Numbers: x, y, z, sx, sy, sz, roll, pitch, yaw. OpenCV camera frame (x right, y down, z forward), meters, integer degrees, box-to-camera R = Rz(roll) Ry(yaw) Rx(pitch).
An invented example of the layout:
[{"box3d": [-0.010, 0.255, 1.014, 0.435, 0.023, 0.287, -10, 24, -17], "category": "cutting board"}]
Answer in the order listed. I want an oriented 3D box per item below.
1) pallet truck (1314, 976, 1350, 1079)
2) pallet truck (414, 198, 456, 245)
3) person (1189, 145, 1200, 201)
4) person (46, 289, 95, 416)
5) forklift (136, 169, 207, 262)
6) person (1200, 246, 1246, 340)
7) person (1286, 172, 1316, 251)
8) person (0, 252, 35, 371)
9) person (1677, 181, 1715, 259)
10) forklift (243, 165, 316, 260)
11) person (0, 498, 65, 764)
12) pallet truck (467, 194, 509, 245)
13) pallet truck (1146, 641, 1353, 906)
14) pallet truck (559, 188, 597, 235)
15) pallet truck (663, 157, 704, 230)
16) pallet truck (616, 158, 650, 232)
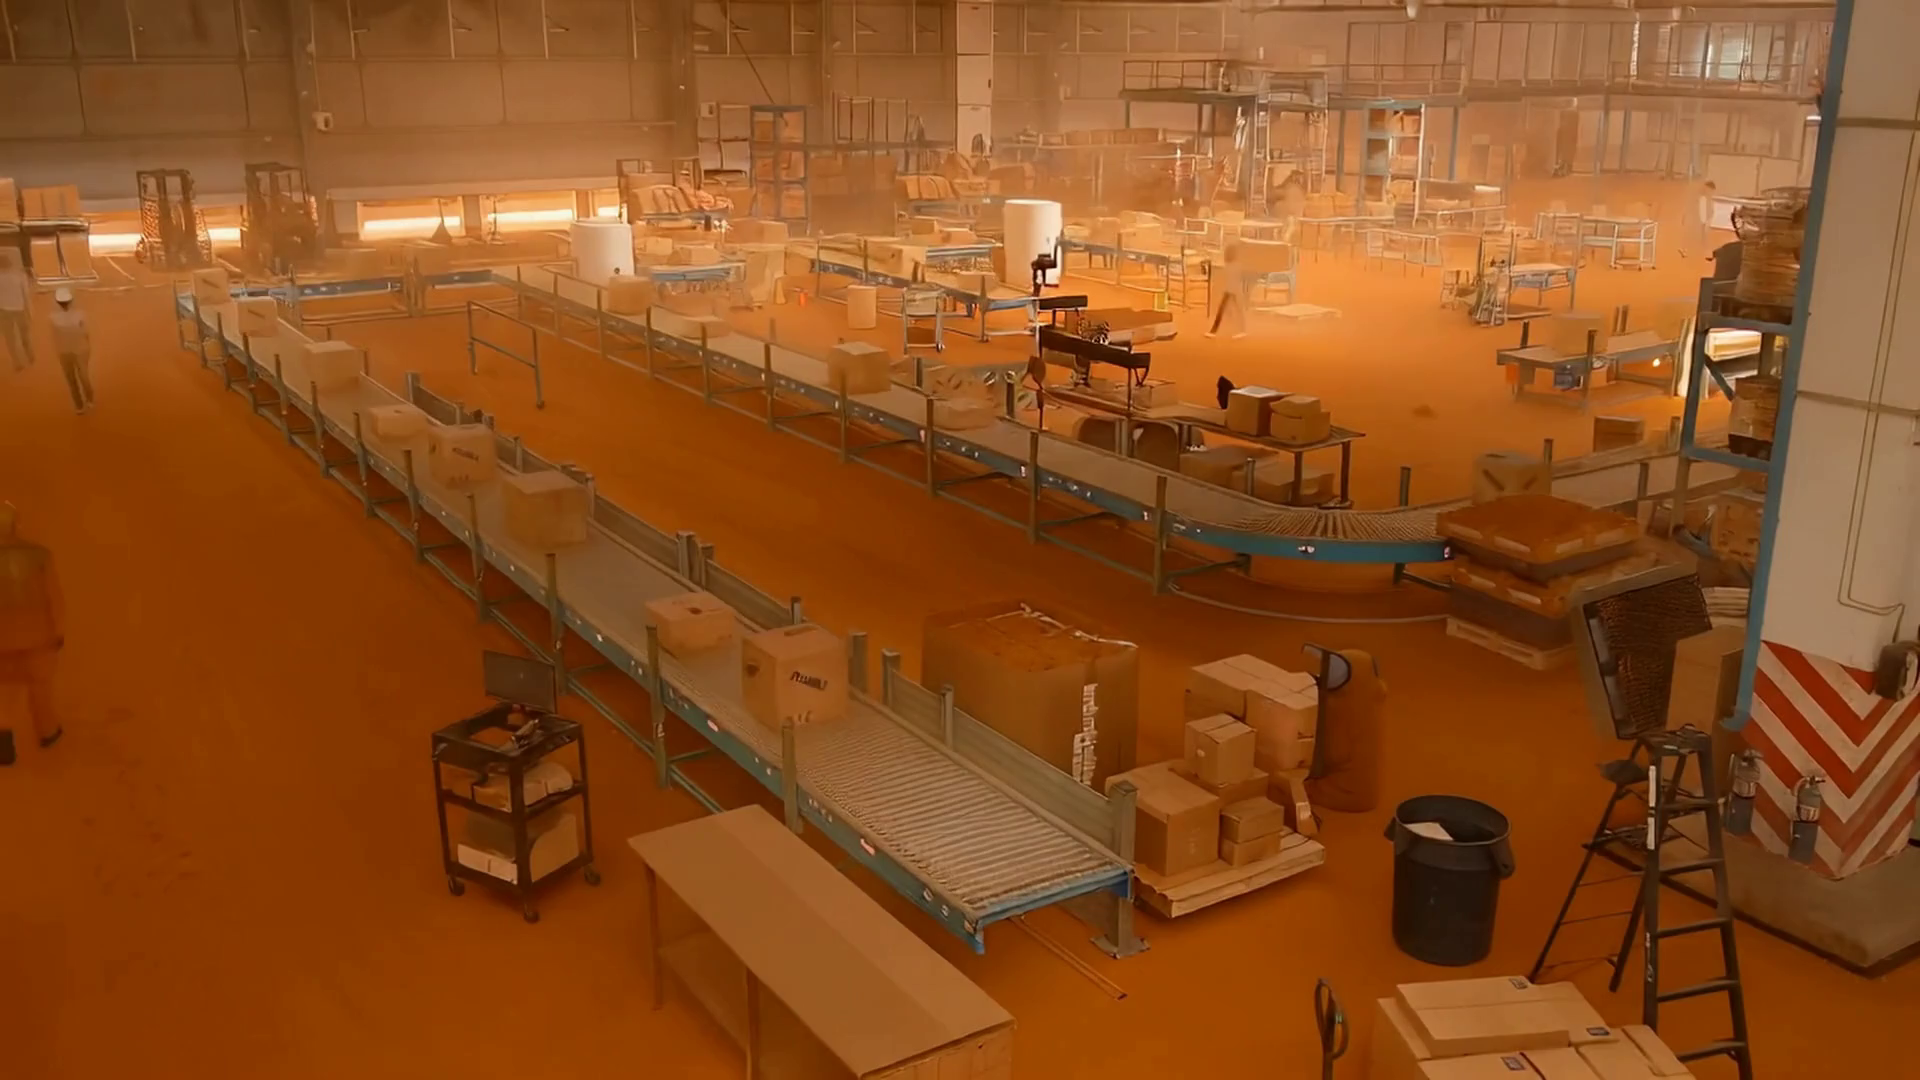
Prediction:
[{"box3d": [2.299, 2.390, 7.086, 1.601, 1.201, 0.680, -2, 17, -7], "category": "pallet truck"}, {"box3d": [-13.250, -8.060, 41.856, 0.680, 1.201, 1.601, -10, 20, -31], "category": "pallet truck"}, {"box3d": [7.493, -11.711, 53.125, 0.318, 1.742, 0.492, 4, 17, 14], "category": "person"}, {"box3d": [-12.052, -2.533, 22.563, 0.543, 1.749, 0.507, -6, 18, -19], "category": "person"}, {"box3d": [-17.842, -7.318, 37.559, 1.157, 1.987, 2.680, -10, 20, -31], "category": "forklift"}, {"box3d": [4.570, -4.229, 28.500, 0.868, 1.587, 0.504, -2, 17, -7], "category": "person"}, {"box3d": [8.295, -7.956, 40.357, 0.931, 1.895, 0.574, -8, 18, -24], "category": "person"}, {"box3d": [-14.786, -3.580, 25.961, 0.596, 1.796, 0.939, -7, 18, -21], "category": "person"}, {"box3d": [17.373, -7.504, 39.017, 0.834, 1.807, 0.590, 15, 22, 40], "category": "person"}, {"box3d": [-15.898, -7.669, 38.708, 1.157, 1.987, 2.680, -11, 20, -33], "category": "forklift"}, {"box3d": [-6.678, 0.641, 11.765, 0.652, 1.888, 0.725, -6, 18, -19], "category": "person"}, {"box3d": [-11.983, -8.177, 42.137, 0.704, 1.261, 1.522, -11, 20, -33], "category": "pallet truck"}, {"box3d": [1.664, 1.407, 10.232, 1.630, 1.274, 0.653, -10, 20, -31], "category": "pallet truck"}, {"box3d": [-10.010, -8.652, 43.699, 0.653, 1.274, 1.630, -10, 20, -31], "category": "pallet truck"}, {"box3d": [-7.586, -9.308, 44.692, 0.823, 1.965, 1.885, -11, 20, -33], "category": "pallet truck"}, {"box3d": [-8.918, -9.176, 44.255, 0.823, 1.965, 1.885, -9, 19, -27], "category": "pallet truck"}]
